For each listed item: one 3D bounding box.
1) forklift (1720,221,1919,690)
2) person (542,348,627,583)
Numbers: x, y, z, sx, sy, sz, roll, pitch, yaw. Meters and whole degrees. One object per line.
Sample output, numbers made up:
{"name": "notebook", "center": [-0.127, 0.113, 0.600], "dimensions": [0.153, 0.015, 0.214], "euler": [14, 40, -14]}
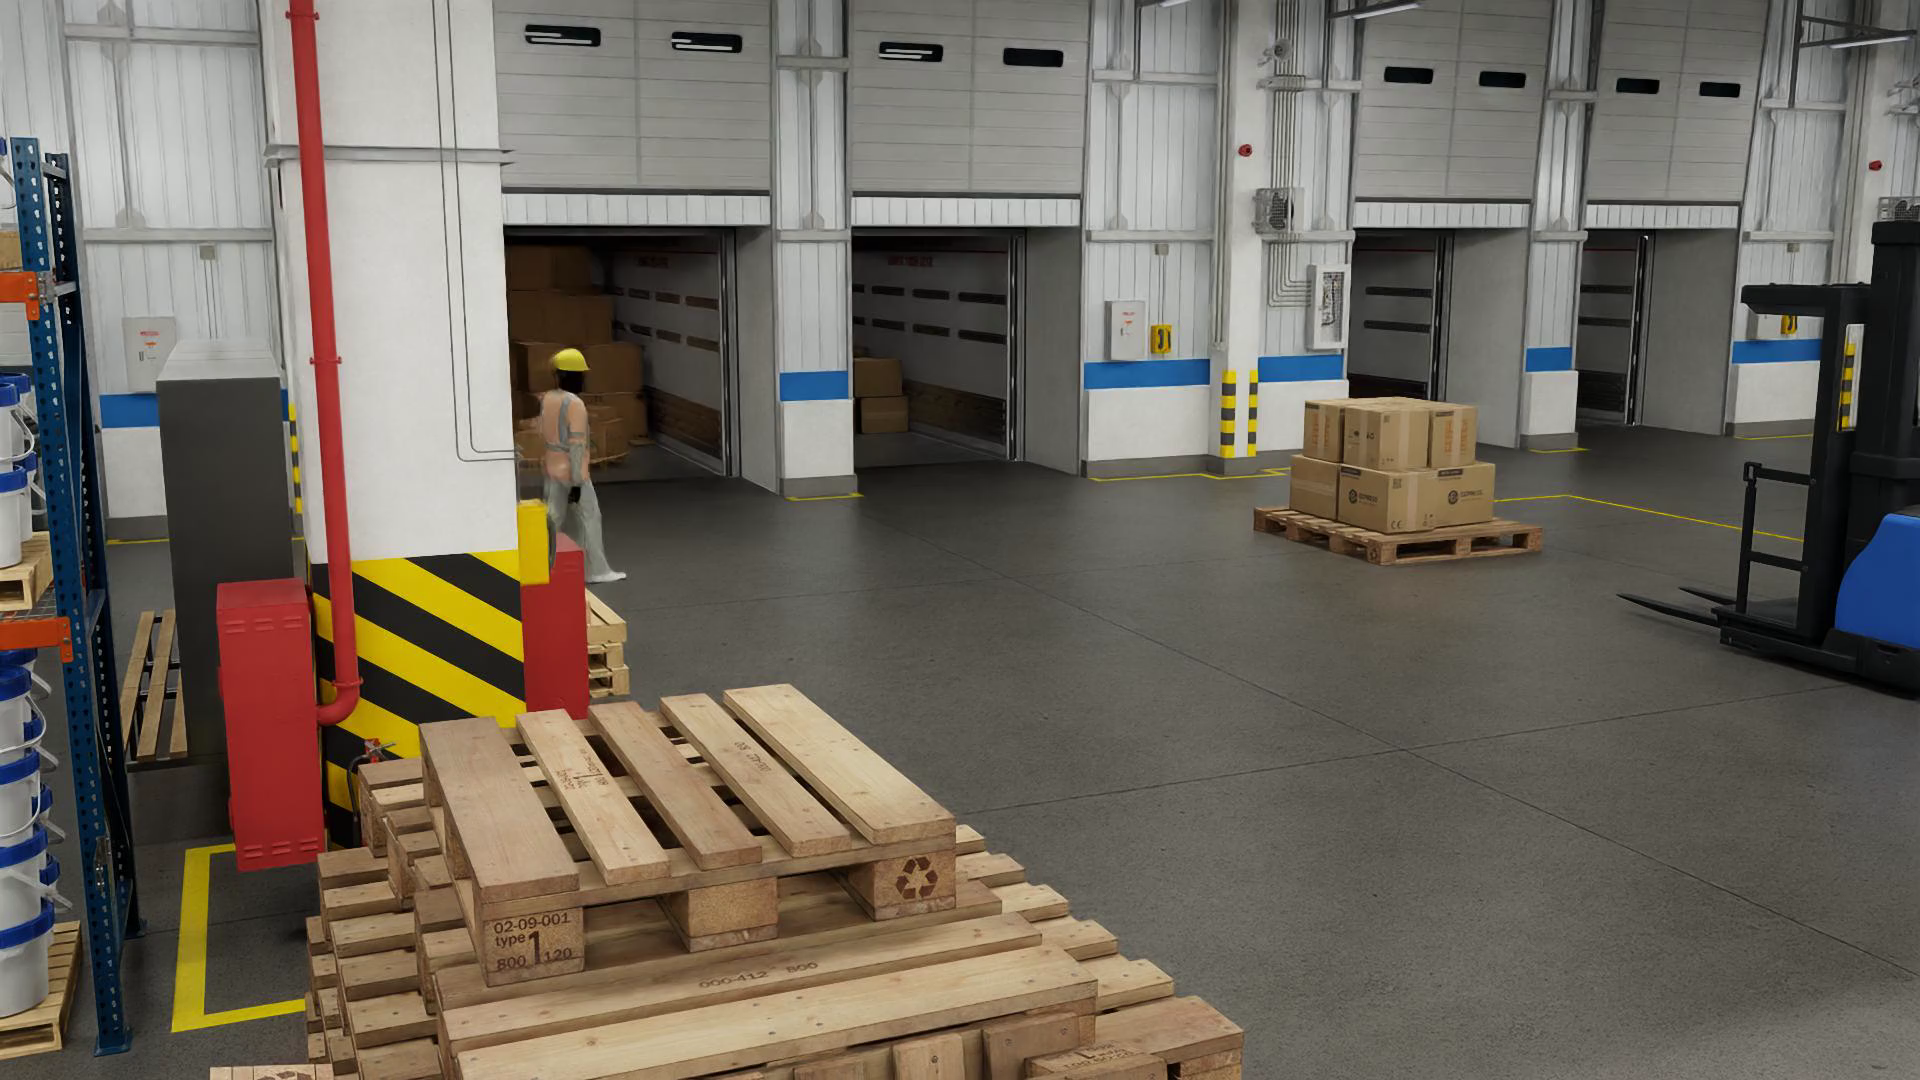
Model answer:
{"name": "forklift", "center": [5.949, -0.550, 10.218], "dimensions": [1.129, 2.768, 1.873], "euler": [-4, 11, -23]}
{"name": "person", "center": [-3.095, -0.547, 12.940], "dimensions": [0.944, 1.892, 0.597], "euler": [-9, 14, -42]}
